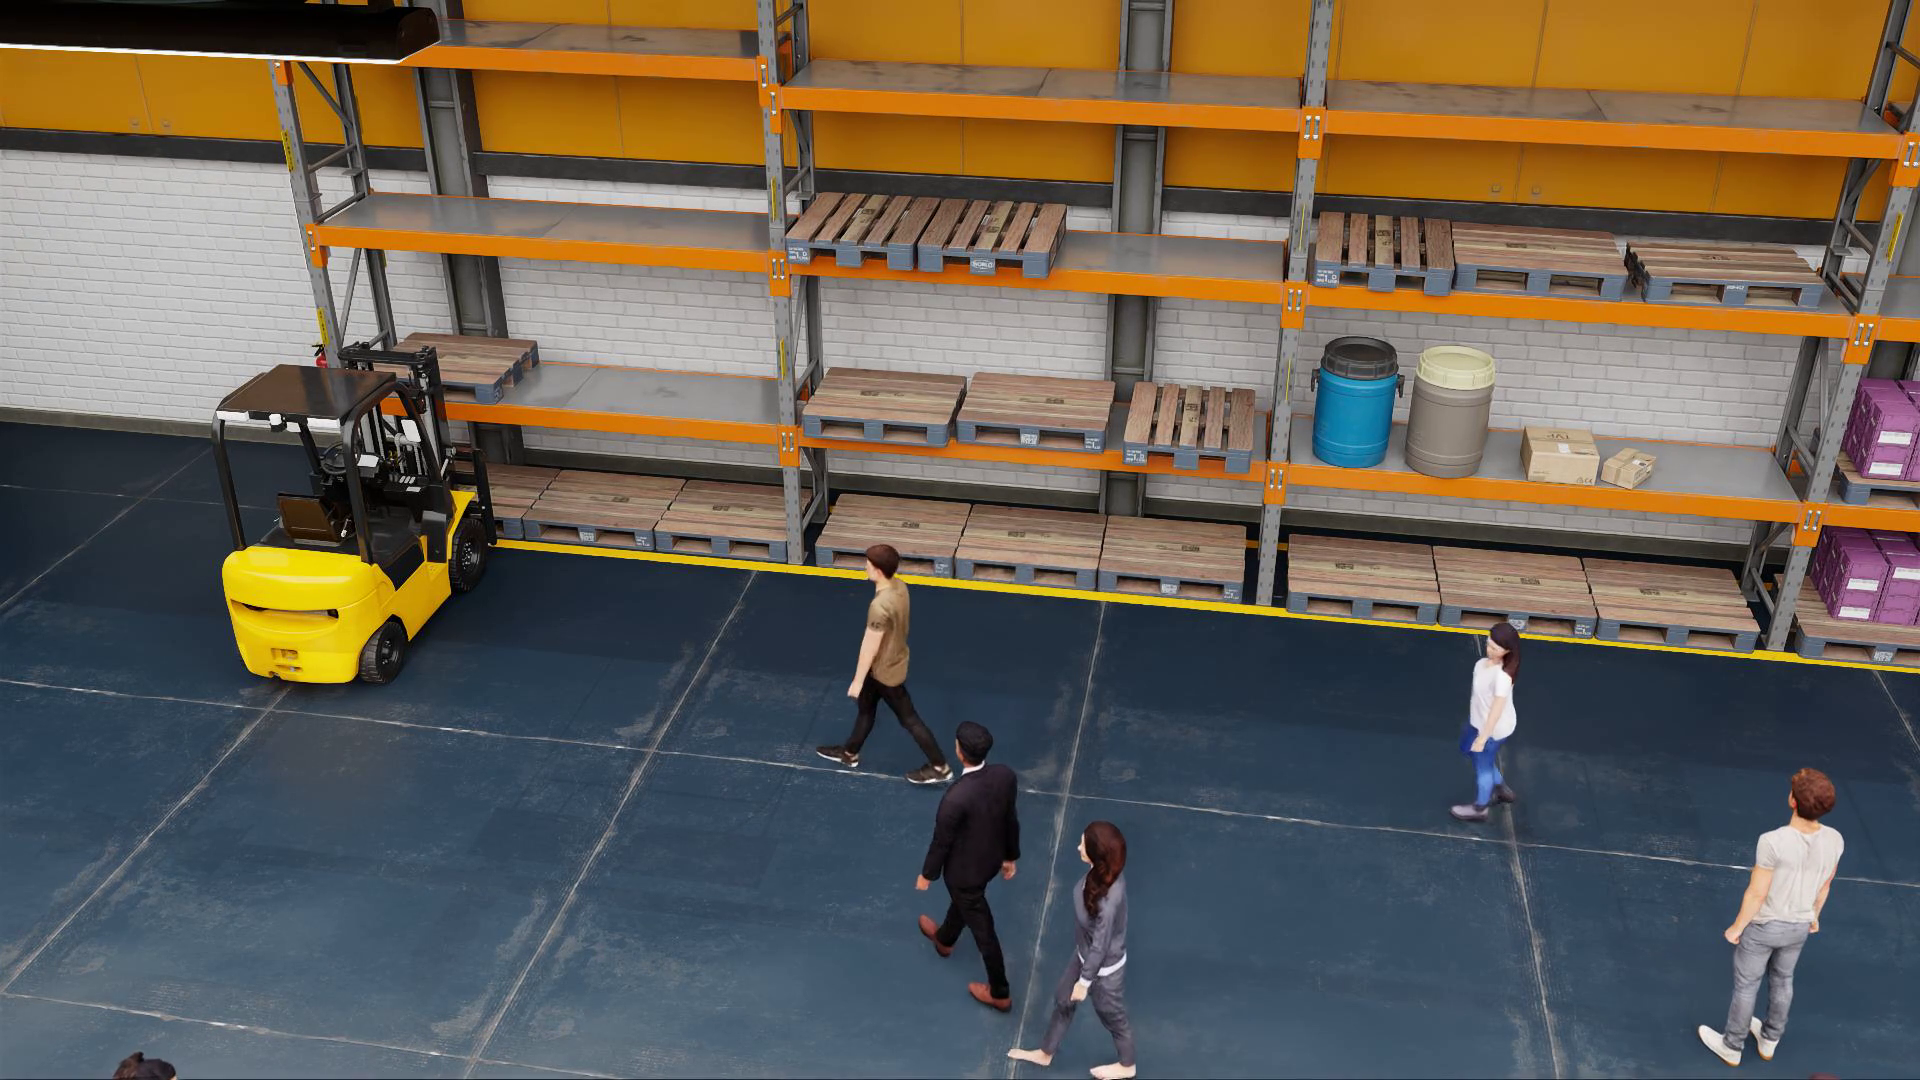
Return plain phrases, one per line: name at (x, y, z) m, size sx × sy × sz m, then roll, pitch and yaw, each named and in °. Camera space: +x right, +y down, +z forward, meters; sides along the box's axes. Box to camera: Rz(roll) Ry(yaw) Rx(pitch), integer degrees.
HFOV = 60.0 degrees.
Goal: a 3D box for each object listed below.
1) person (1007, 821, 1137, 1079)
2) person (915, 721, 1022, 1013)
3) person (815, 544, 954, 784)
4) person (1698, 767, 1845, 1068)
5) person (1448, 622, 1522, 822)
person at (0.832, 2.221, 8.873) m, size 1.018 × 1.744 × 0.806 m, roll -3°, pitch 29°, yaw -6°
person at (0.146, 1.890, 9.372) m, size 1.208 × 1.846 × 1.056 m, roll 22°, pitch 36°, yaw 35°
person at (-0.395, 0.895, 11.236) m, size 1.211 × 1.807 × 0.688 m, roll 5°, pitch 29°, yaw 8°
person at (4.426, 2.059, 9.012) m, size 0.604 × 1.893 × 0.790 m, roll -5°, pitch 29°, yaw -8°
person at (3.525, 1.236, 10.780) m, size 0.673 × 1.647 × 0.694 m, roll 11°, pitch 31°, yaw 20°
